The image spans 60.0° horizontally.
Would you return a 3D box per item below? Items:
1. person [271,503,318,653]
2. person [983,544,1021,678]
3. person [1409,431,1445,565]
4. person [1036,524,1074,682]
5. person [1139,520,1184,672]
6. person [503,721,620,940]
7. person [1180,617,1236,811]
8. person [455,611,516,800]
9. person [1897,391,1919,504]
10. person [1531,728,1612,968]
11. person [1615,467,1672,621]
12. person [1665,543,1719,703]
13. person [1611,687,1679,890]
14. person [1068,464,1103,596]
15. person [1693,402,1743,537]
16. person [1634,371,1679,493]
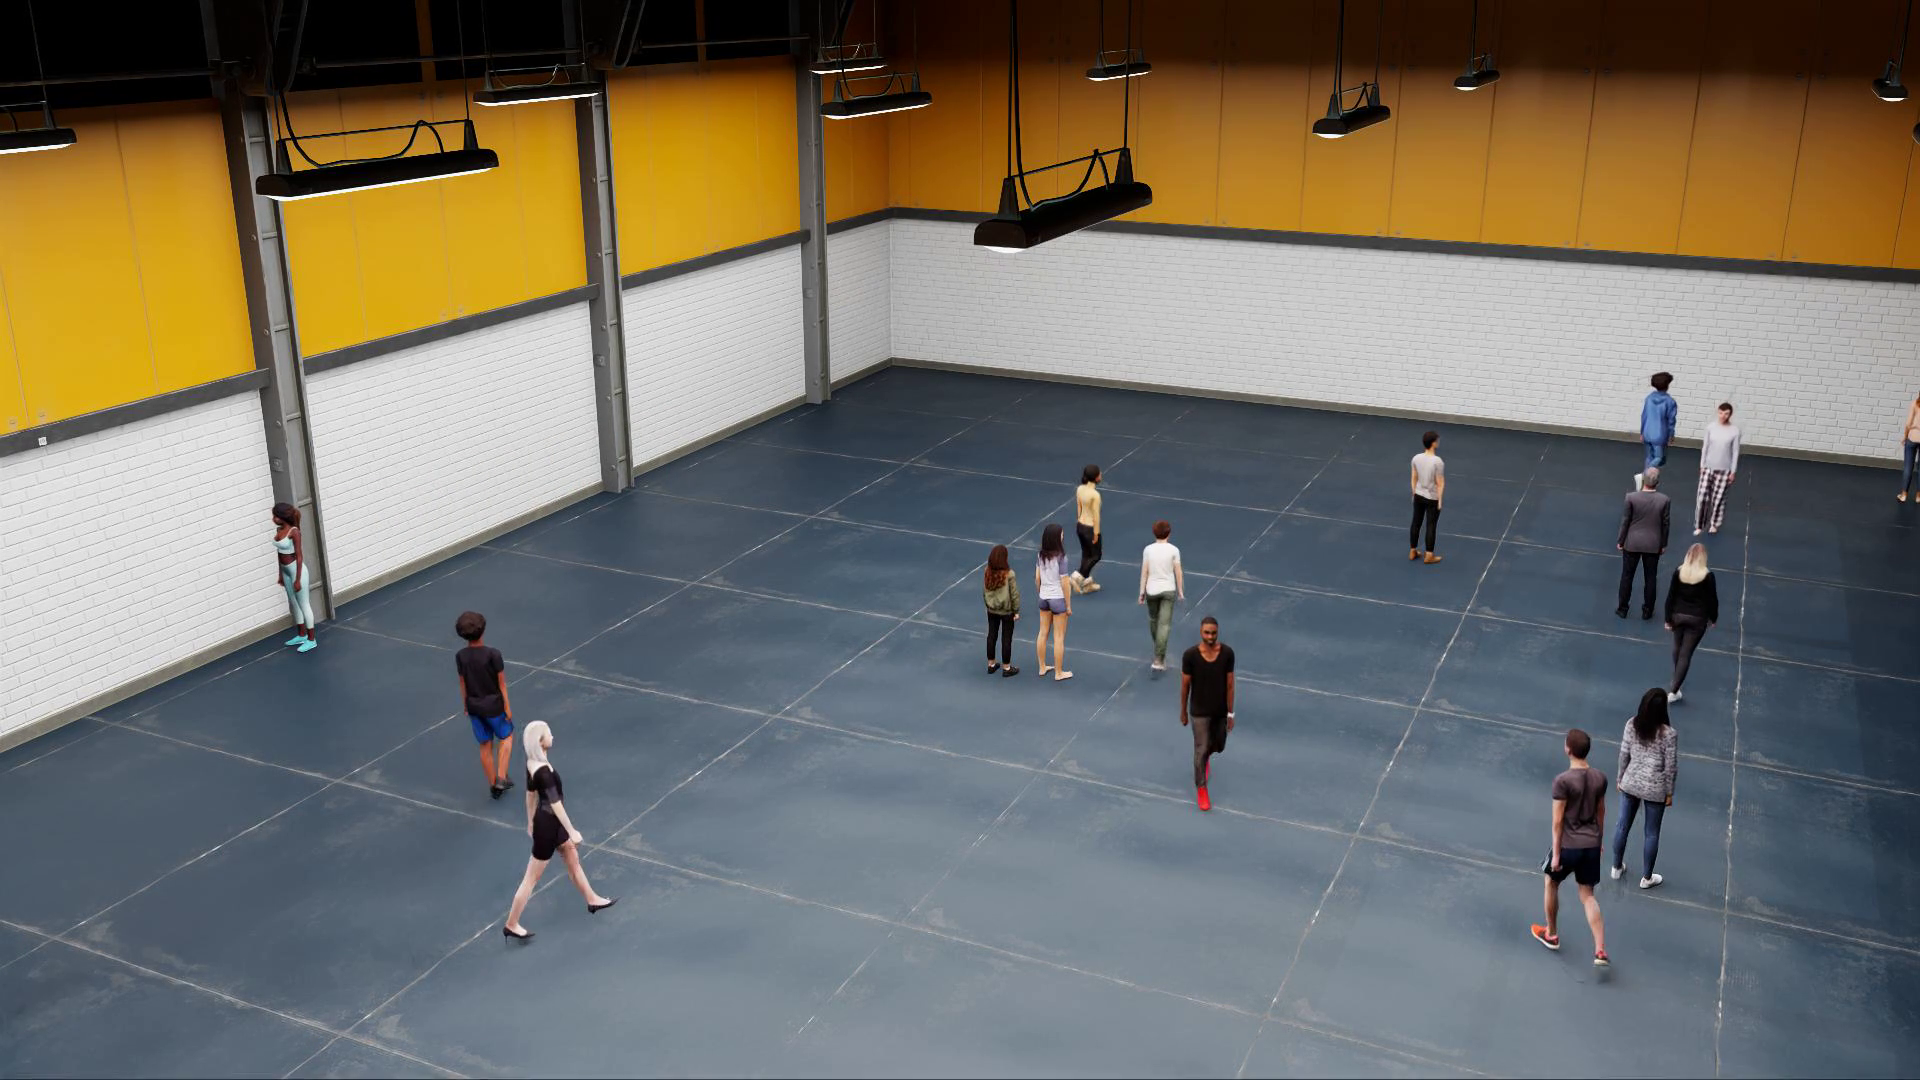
[{"bbox_3d":[-7.443,0.393,18.584,0.614,1.726,0.607,15,24,37],"label":"person"},{"bbox_3d":[0.440,0.748,17.920,0.601,1.476,0.546,11,22,31],"label":"person"},{"bbox_3d":[6.012,-0.561,21.430,0.664,1.717,0.676,-16,24,-39],"label":"person"},{"bbox_3d":[1.000,0.648,17.815,0.643,1.734,0.614,17,25,41],"label":"person"},{"bbox_3d":[2.174,0.625,18.063,0.766,1.618,1.194,5,19,14],"label":"person"},{"bbox_3d":[-3.276,2.295,12.853,1.208,1.777,1.077,-9,21,-24],"label":"person"},{"bbox_3d":[2.257,1.512,15.169,0.940,1.785,1.118,-1,19,-3],"label":"person"},{"bbox_3d":[-4.333,1.542,15.090,0.730,1.777,0.736,2,19,7],"label":"person"},{"bbox_3d":[13.786,-1.426,23.885,0.601,1.790,0.524,7,20,21],"label":"person"},{"bbox_3d":[4.693,2.376,12.561,1.027,1.812,1.118,-4,19,-12],"label":"person"},{"bbox_3d":[8.003,0.026,19.489,0.756,1.842,0.654,5,19,15],"label":"person"},{"bbox_3d":[7.521,0.891,17.228,0.828,1.647,1.159,16,24,39],"label":"person"},{"bbox_3d":[5.645,2.026,13.726,0.675,1.732,0.640,18,25,42],"label":"person"},{"bbox_3d":[1.499,-0.100,20.173,0.926,1.645,0.806,-13,23,-34],"label":"person"},{"bbox_3d":[10.277,-0.976,22.490,0.735,1.826,0.914,13,22,33],"label":"person"},{"bbox_3d":[10.098,-1.537,24.213,1.082,1.791,0.968,-11,22,-30],"label":"person"}]
